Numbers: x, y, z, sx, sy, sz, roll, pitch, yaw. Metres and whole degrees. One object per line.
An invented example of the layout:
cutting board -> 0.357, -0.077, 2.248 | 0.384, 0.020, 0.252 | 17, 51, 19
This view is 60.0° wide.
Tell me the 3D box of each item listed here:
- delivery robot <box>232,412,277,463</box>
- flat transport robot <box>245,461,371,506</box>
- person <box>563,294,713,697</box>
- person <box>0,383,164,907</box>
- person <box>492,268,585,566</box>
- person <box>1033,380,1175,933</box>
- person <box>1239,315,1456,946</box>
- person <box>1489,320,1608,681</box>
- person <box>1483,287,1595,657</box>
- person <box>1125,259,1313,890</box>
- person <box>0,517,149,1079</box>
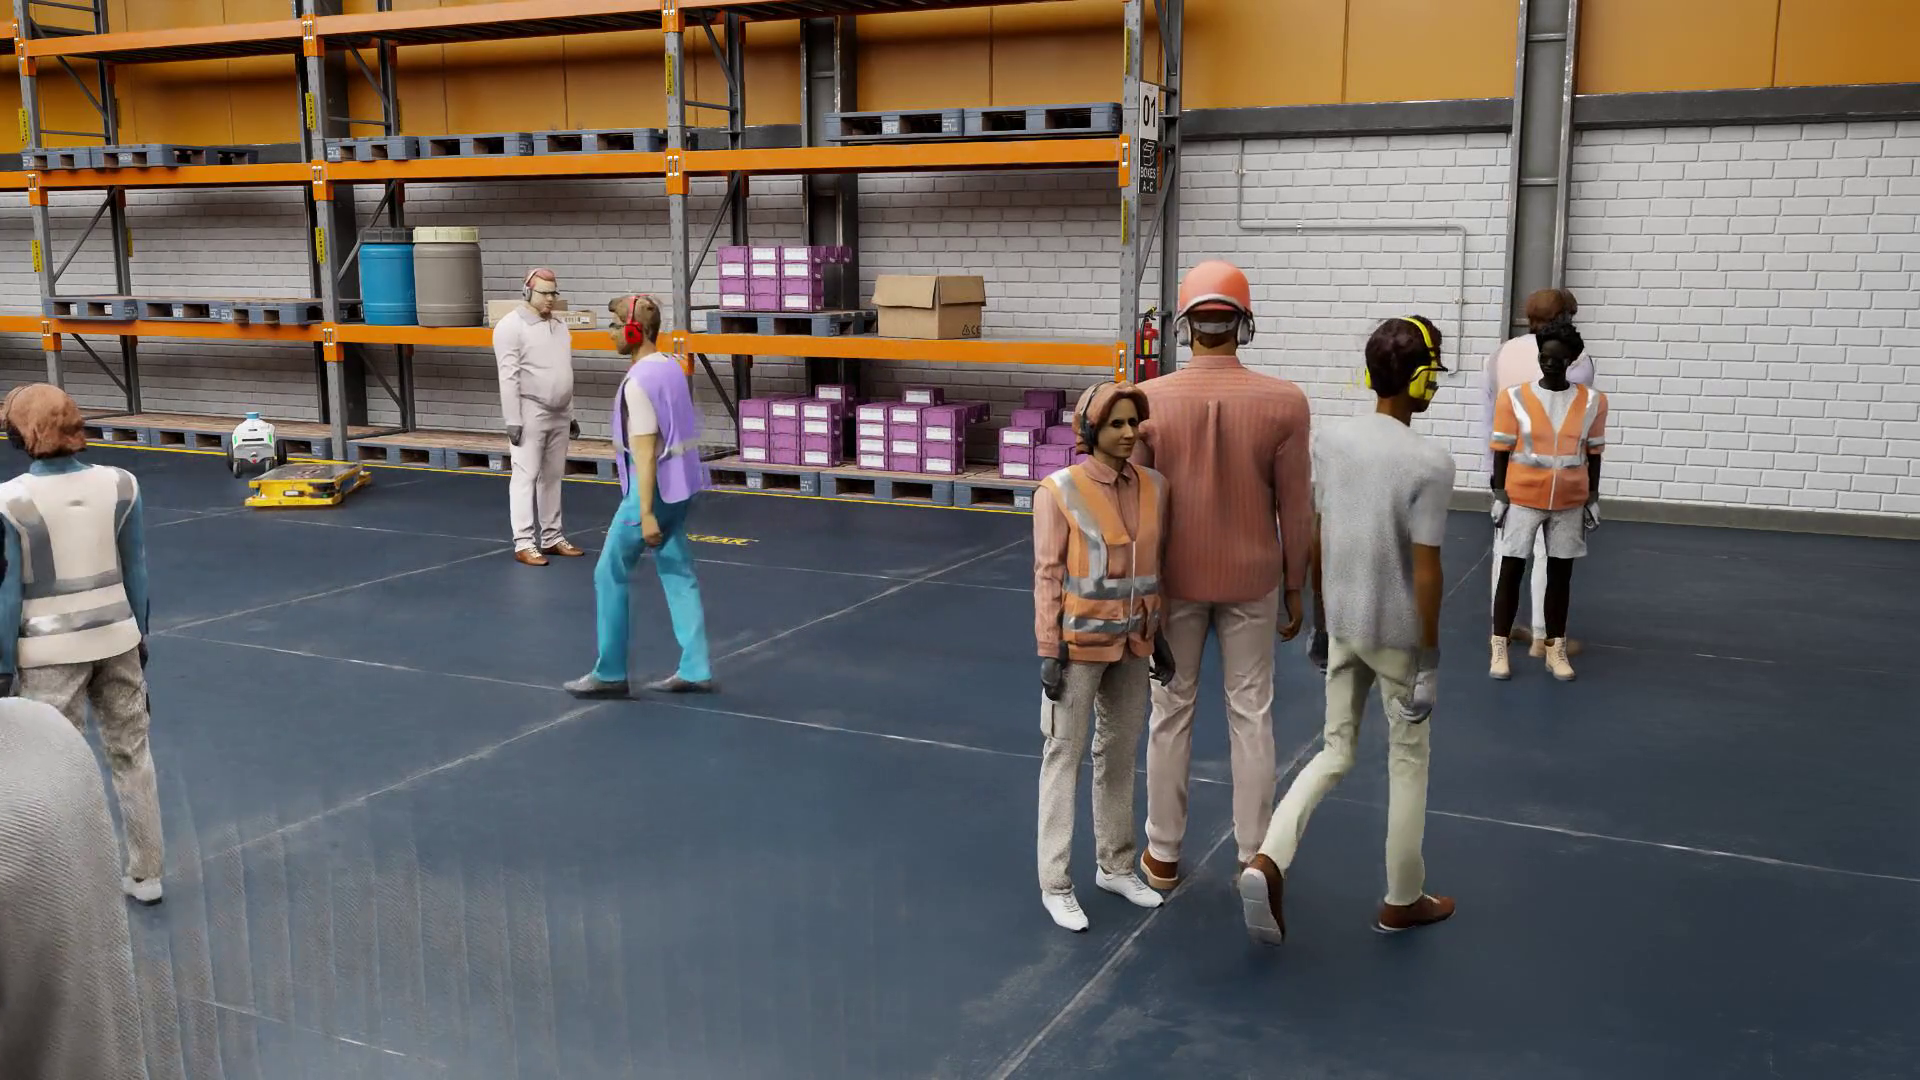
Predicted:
delivery robot -> -6.367, -0.911, 15.010 | 0.477, 0.478, 0.707 | -4, 11, -20
flat transport robot -> -5.298, -0.471, 13.568 | 0.652, 0.197, 1.431 | -1, 10, -8
person -> -1.487, -0.183, 7.486 | 0.760, 1.821, 0.580 | 2, 10, 12
person -> -2.638, 0.352, 4.951 | 0.311, 1.639, 0.512 | 5, 11, 28
person -> -2.700, -0.797, 10.781 | 0.406, 1.902, 0.637 | 5, 11, 26
person -> 0.432, 0.338, 5.023 | 0.514, 1.642, 0.310 | -7, 12, -35
person -> 1.152, 0.280, 4.779 | 0.763, 1.847, 0.539 | -8, 13, -38
person -> 2.750, -0.180, 7.818 | 0.535, 1.699, 0.322 | 1, 10, 6
person -> 2.918, -0.342, 8.345 | 0.429, 1.840, 0.633 | -6, 11, -30
person -> 0.793, 0.126, 5.231 | 0.609, 1.992, 0.383 | 1, 10, 8
person -> -0.962, 0.797, 1.792 | 0.520, 1.856, 0.527 | -2, 10, -13
